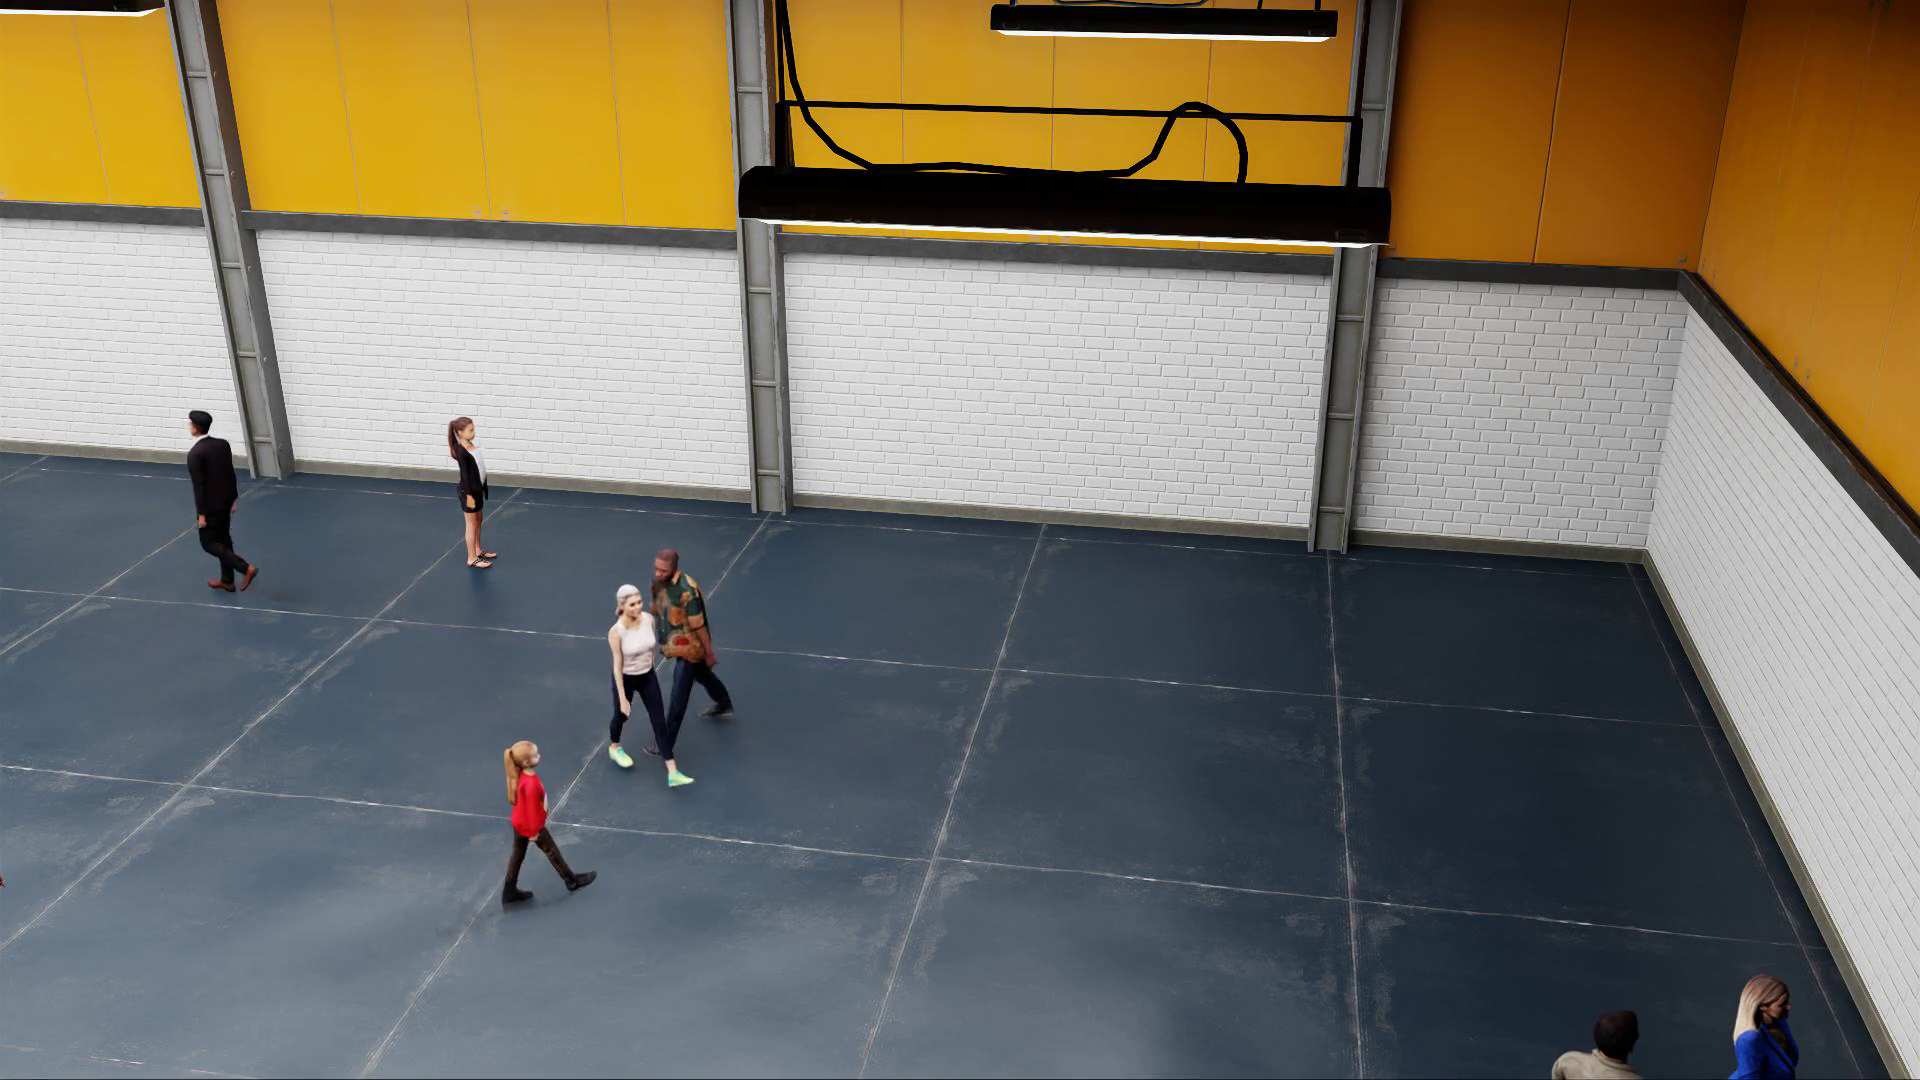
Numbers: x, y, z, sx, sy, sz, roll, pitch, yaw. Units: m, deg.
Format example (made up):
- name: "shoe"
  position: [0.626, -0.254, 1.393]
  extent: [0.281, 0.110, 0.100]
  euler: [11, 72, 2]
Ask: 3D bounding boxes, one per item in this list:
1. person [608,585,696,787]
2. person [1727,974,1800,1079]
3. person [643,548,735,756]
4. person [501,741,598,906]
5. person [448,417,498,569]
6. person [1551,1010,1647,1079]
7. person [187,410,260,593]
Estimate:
- name: "person"
  position: [-2.595, 1.115, 12.959]
  extent: [1.272, 1.648, 1.048]
  euler: [20, 30, 37]
- name: "person"
  position: [4.065, 2.972, 8.644]
  extent: [0.686, 1.701, 0.697]
  euler: [15, 28, 31]
- name: "person"
  position: [-2.156, 0.845, 13.467]
  extent: [1.260, 1.734, 1.280]
  euler: [-18, 29, -35]
- name: "person"
  position: [-3.023, 1.976, 11.484]
  extent: [0.941, 1.251, 0.834]
  euler: [-13, 27, -27]
- name: "person"
  position: [-4.936, -0.504, 16.776]
  extent: [0.587, 1.556, 0.568]
  euler: [1, 24, 2]
- name: "person"
  position: [3.106, 3.091, 8.167]
  extent: [0.714, 1.864, 0.851]
  euler: [18, 29, 35]
- name: "person"
  position: [-7.108, -0.344, 16.012]
  extent: [0.874, 1.876, 0.741]
  euler: [6, 24, 13]
